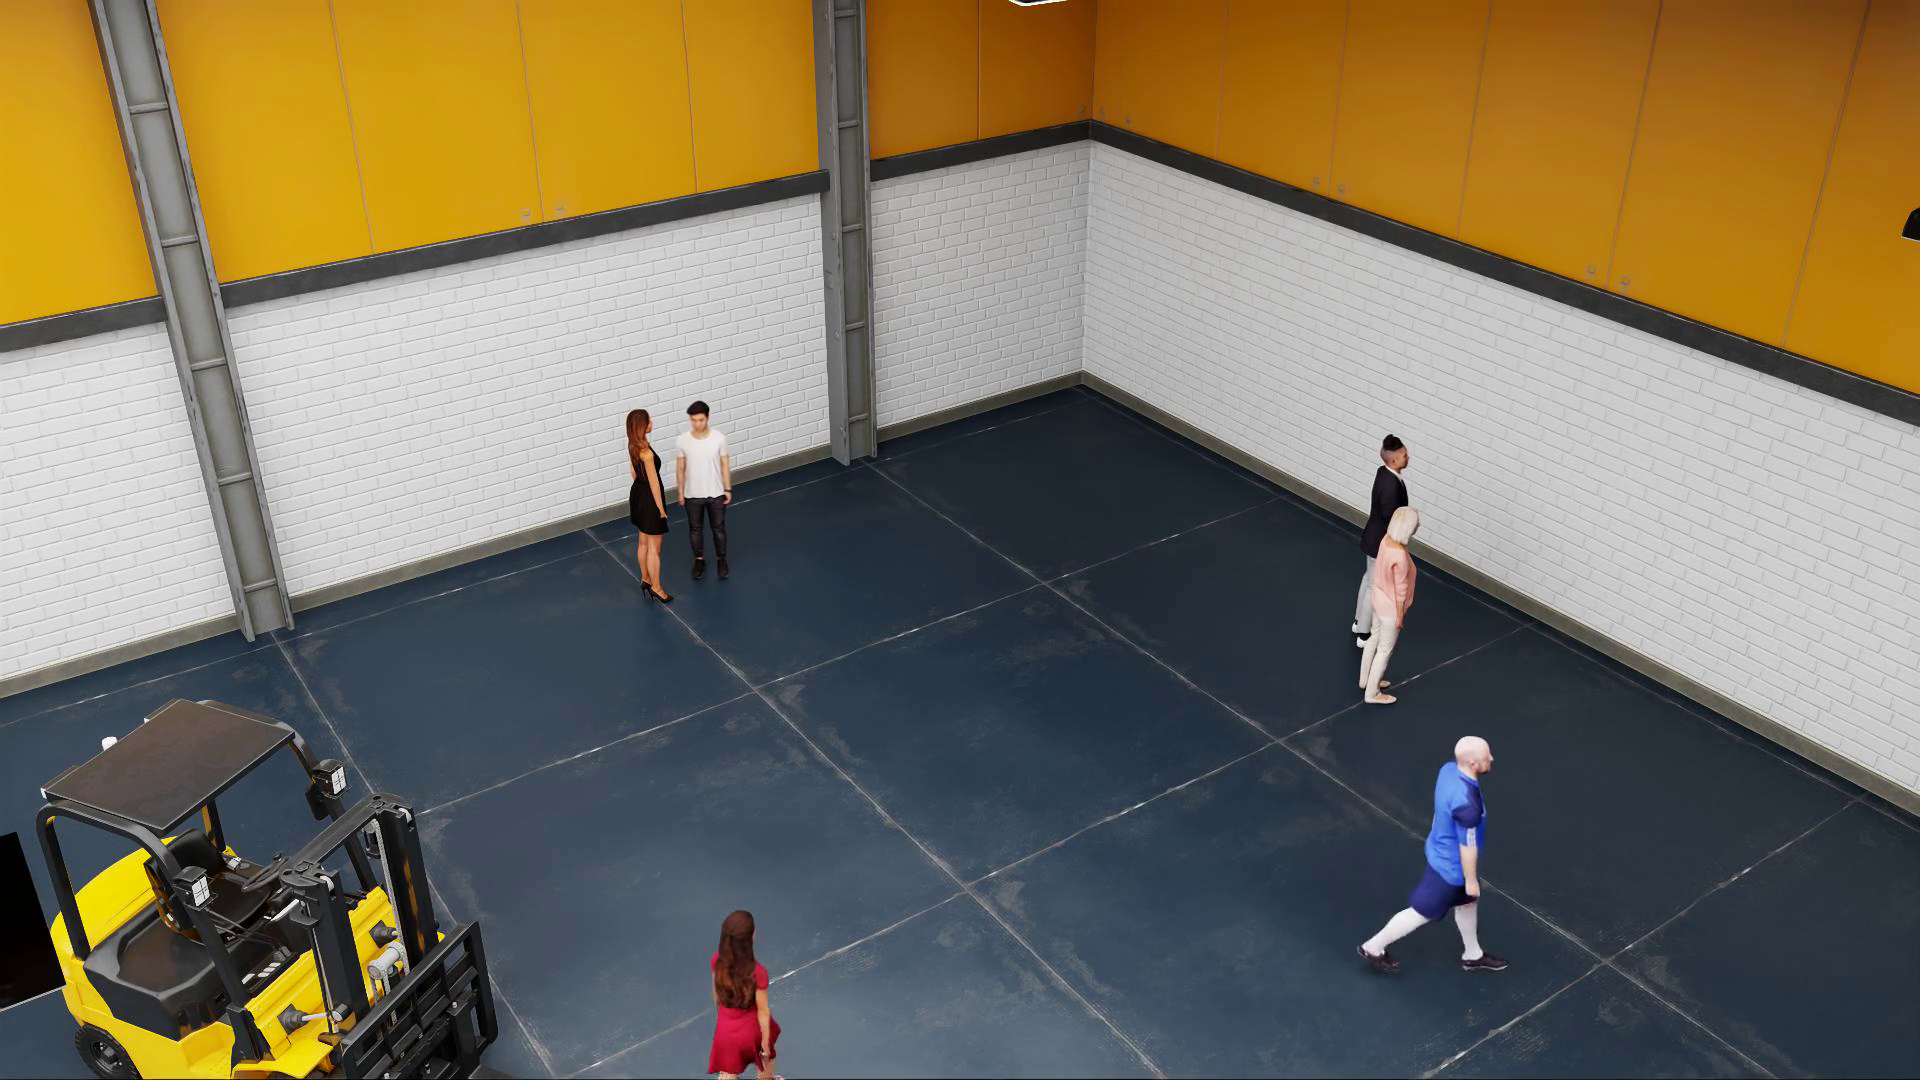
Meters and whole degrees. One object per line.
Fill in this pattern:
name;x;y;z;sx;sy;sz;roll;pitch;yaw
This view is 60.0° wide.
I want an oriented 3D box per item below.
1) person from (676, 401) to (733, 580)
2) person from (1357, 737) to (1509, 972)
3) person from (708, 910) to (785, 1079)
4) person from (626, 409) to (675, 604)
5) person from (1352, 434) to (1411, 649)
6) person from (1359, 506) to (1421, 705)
person;-2.290;-0.470;14.932;0.650;1.718;0.771;-2;29;-4
person;2.953;2.002;10.311;1.265;1.803;1.181;4;29;7
person;-1.244;2.755;9.222;0.911;1.523;1.075;10;30;18
person;-2.718;-0.293;14.485;0.507;1.835;0.567;-19;34;-31
person;3.515;-0.012;13.849;0.831;1.950;0.791;3;29;5
person;3.386;0.496;13.154;0.664;1.724;0.658;-4;29;-6
